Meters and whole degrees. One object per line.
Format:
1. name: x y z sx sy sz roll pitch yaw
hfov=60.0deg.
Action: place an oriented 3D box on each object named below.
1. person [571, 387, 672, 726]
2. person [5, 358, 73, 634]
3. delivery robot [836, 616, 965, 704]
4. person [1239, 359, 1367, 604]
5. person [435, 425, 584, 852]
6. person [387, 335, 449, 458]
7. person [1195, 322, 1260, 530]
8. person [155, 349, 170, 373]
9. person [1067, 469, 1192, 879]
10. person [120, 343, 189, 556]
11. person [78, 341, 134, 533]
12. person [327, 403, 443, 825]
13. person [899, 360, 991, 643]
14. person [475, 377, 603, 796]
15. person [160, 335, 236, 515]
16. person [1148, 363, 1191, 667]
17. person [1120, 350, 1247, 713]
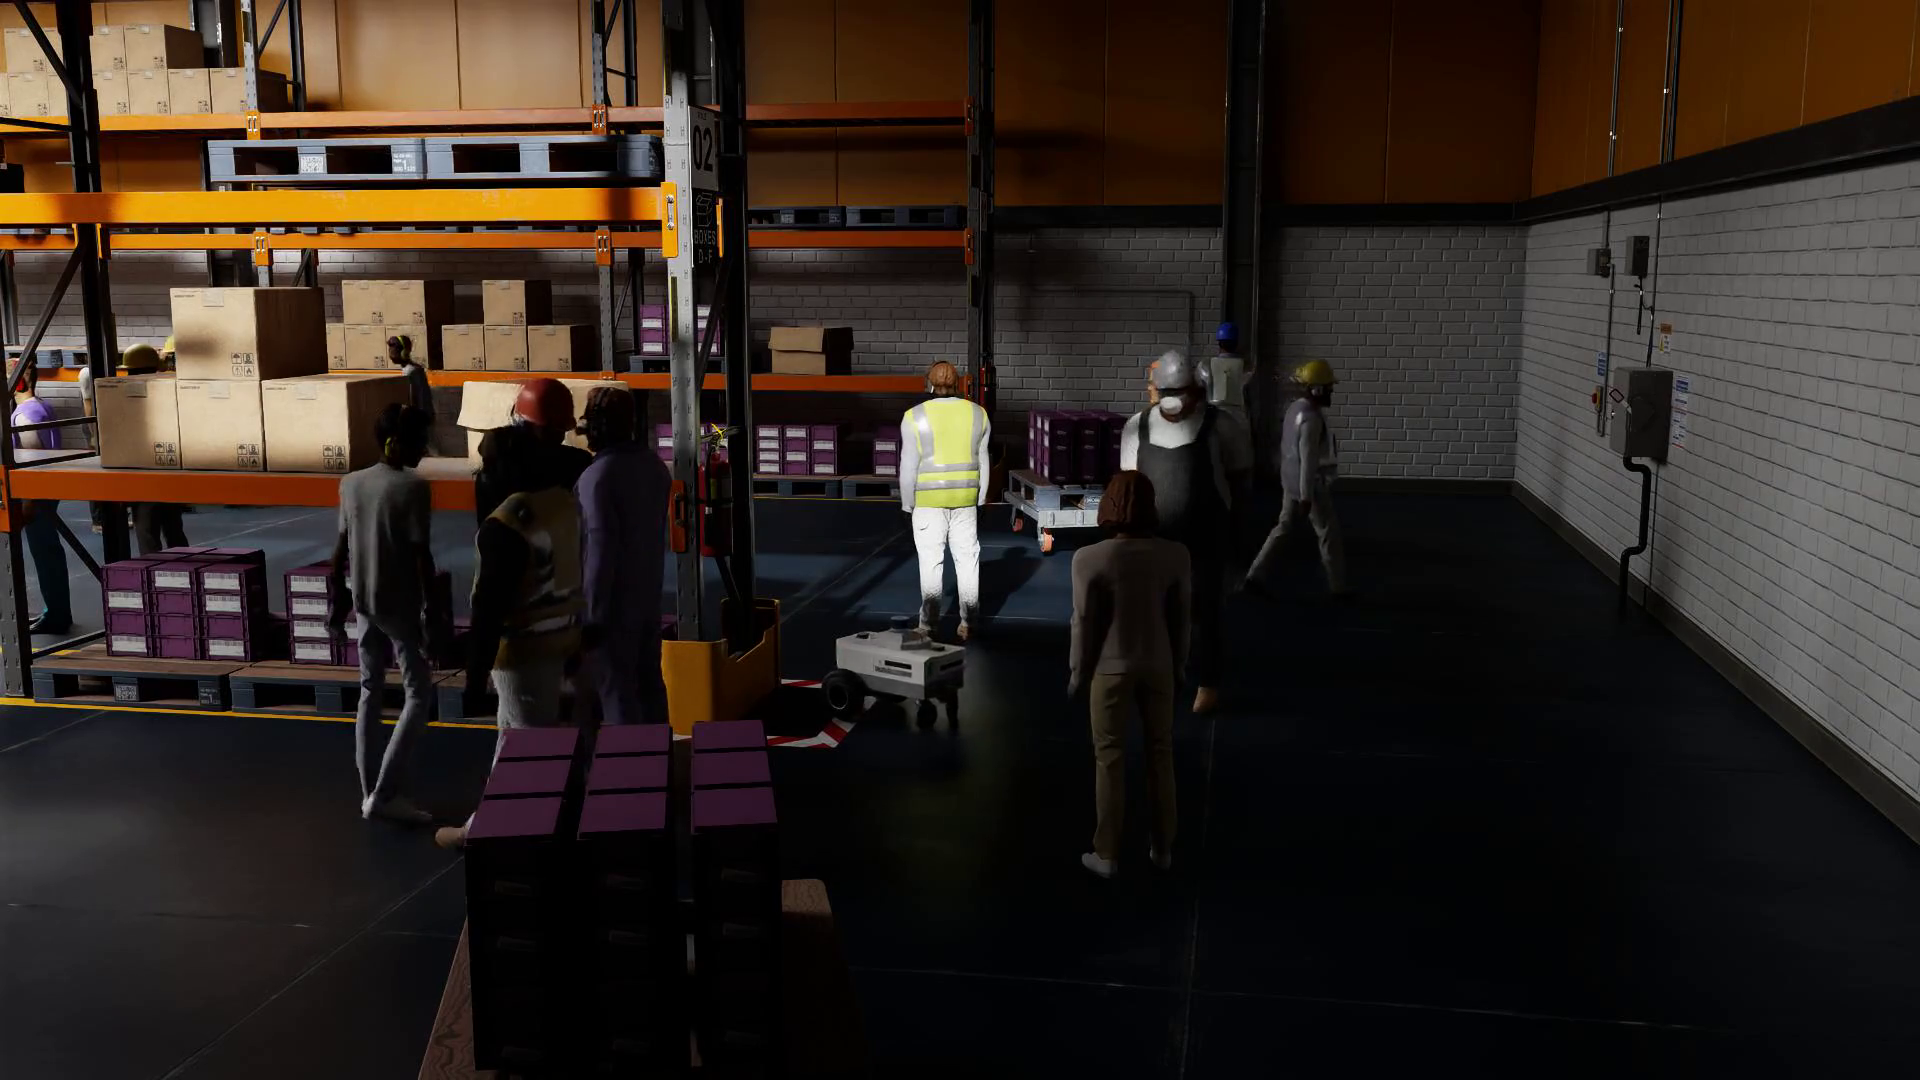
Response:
1. person: -1.536 0.269 7.430 0.403 1.906 0.652 3 10 16
2. person: -6.157 -0.296 11.124 0.373 1.843 0.572 -3 10 -19
3. delivery robot: -0.320 0.653 8.940 0.707 0.478 0.477 7 11 37
4. person: 2.477 -0.414 12.052 0.911 1.795 0.599 -1 9 -5
5. person: -1.786 0.445 6.647 0.715 1.820 0.648 1 9 9
6. person: -5.234 -1.131 16.464 0.875 1.813 0.569 -1 9 -5
7. person: 2.484 -1.053 15.513 0.614 1.943 0.397 1 9 8
8. person: -8.076 -1.121 16.882 0.306 1.639 0.524 -4 10 -21
9. person: 0.673 0.534 6.626 0.498 1.634 0.279 -2 9 -11
10. person: -5.506 -0.371 11.337 0.363 1.927 0.587 4 10 22
11. person: -7.914 -0.982 15.383 0.343 1.847 0.507 -1 9 -4
12. person: -2.564 0.330 7.256 0.716 1.852 0.447 4 10 21
13. person: -0.108 -0.244 10.811 0.619 1.845 0.430 -3 10 -20
14. person: -1.794 0.259 7.316 0.649 1.957 0.638 -8 12 -41
15. person: -7.603 -1.157 16.666 0.838 1.800 0.610 -8 12 -42
16. person: 1.230 -0.150 10.101 0.356 1.884 0.574 -7 12 -37
17. person: 1.199 -0.076 9.156 0.708 2.000 0.640 4 10 25
